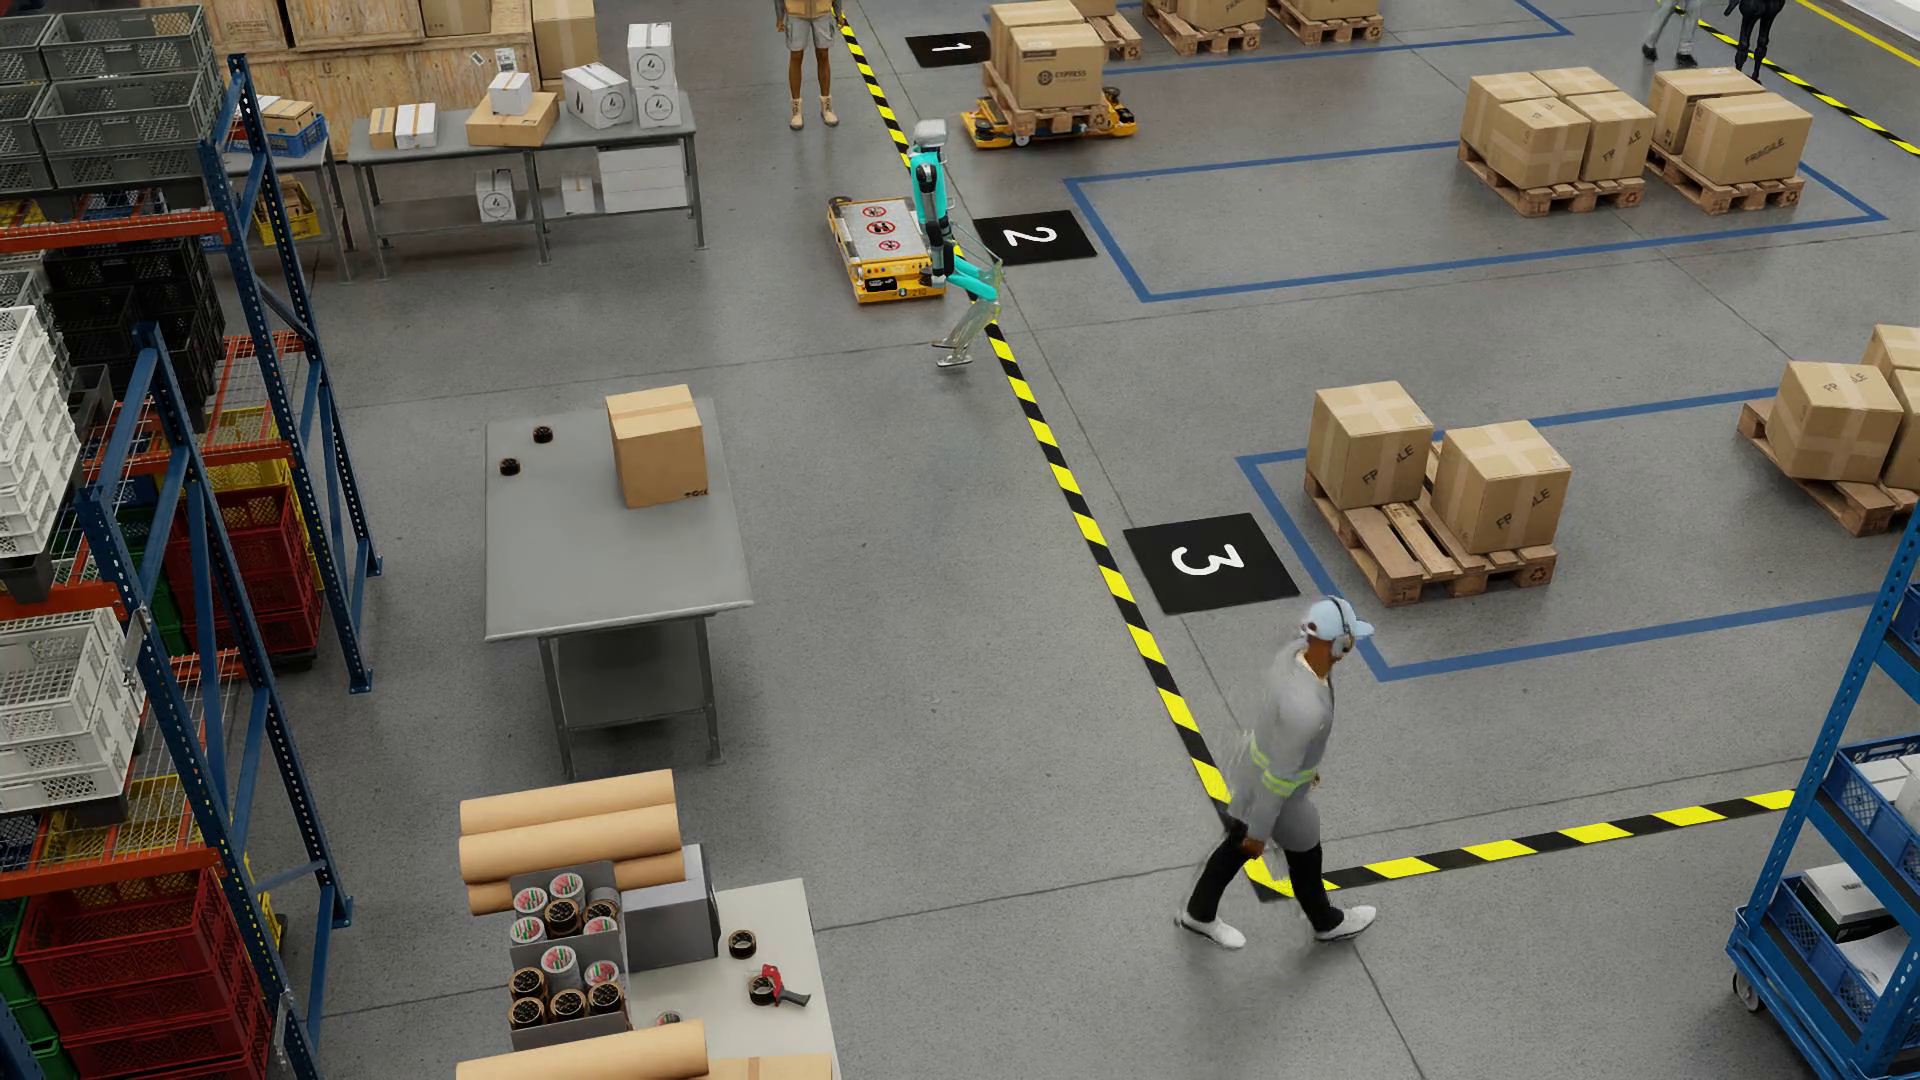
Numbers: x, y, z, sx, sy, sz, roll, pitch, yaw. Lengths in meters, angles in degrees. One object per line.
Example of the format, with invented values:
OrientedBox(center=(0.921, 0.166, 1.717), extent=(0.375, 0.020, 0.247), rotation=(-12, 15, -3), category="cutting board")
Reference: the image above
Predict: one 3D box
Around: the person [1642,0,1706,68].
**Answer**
OrientedBox(center=(6.768, -5.295, 15.410), extent=(0.607, 1.821, 0.460), rotation=(-4, 37, -5), category="person")

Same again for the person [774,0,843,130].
OrientedBox(center=(-1.280, -4.512, 14.134), extent=(0.604, 2.043, 0.373), rotation=(-8, 37, -10), category="person")

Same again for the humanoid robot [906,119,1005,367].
OrientedBox(center=(0.032, -1.913, 10.786), extent=(0.735, 1.673, 0.533), rotation=(-2, 37, -2), category="humanoid robot")

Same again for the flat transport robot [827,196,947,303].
OrientedBox(center=(-0.570, -2.220, 12.538), extent=(0.659, 0.231, 1.431), rotation=(-8, 37, -10), category="flat transport robot")

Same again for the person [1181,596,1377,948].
OrientedBox(center=(1.408, 1.029, 6.894), extent=(0.907, 1.790, 0.655), rotation=(1, 37, 2), category="person")

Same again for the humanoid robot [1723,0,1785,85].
OrientedBox(center=(7.205, -4.903, 14.951), extent=(0.599, 1.657, 0.315), rotation=(-13, 39, -17), category="humanoid robot")

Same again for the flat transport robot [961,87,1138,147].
OrientedBox(center=(0.774, -3.695, 14.497), extent=(1.431, 0.197, 0.652), rotation=(-8, 37, -10), category="flat transport robot")
